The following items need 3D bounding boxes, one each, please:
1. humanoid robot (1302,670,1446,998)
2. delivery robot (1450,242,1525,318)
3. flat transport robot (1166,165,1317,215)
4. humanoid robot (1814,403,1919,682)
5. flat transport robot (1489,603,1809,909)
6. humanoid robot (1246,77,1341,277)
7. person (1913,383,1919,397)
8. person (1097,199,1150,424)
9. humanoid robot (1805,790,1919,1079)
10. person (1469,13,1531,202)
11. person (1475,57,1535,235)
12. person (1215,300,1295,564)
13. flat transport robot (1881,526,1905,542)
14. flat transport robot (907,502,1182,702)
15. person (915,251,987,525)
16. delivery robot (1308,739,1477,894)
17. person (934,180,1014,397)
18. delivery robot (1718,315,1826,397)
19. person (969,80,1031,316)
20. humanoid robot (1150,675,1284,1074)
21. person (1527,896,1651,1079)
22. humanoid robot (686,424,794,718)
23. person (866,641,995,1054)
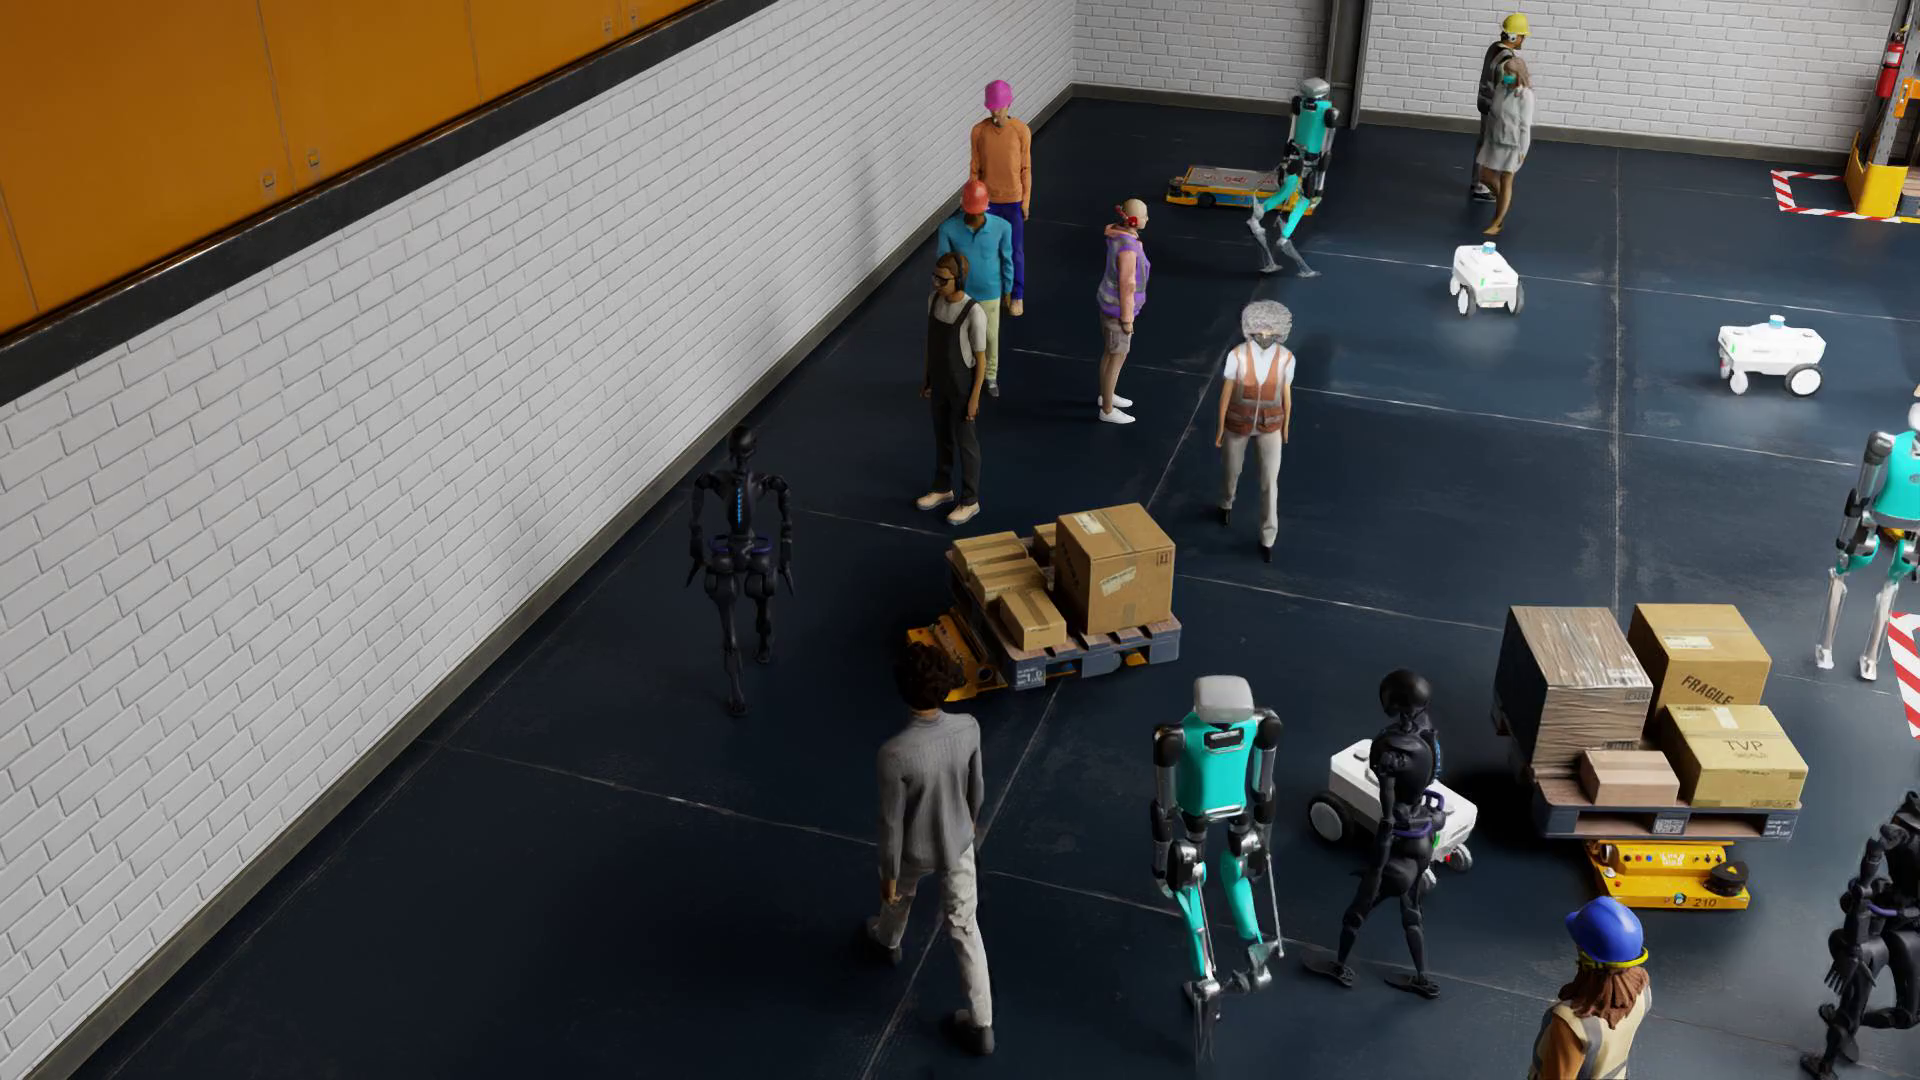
[{"bbox_3d":[1.849,1.265,7.103,0.631,1.630,0.617,18,35,27],"label":"humanoid robot"},{"bbox_3d":[4.459,-2.235,14.124,0.499,0.572,0.747,-2,31,-3],"label":"delivery robot"},{"bbox_3d":[2.814,-3.477,16.540,1.431,0.231,0.659,8,31,13],"label":"flat transport robot"},{"bbox_3d":[5.137,-0.037,9.212,0.530,1.746,0.730,12,33,20],"label":"humanoid robot"},{"bbox_3d":[3.389,1.307,8.402,0.659,0.231,1.431,1,30,1],"label":"flat transport robot"},{"bbox_3d":[2.854,-3.070,14.391,0.910,1.767,0.543,-17,34,-26],"label":"humanoid robot"},{"bbox_3d":[7.501,-1.859,12.223,0.395,1.862,0.503,-22,37,-32],"label":"person"},{"bbox_3d":[1.171,-1.659,12.050,0.358,1.682,0.478,-1,30,-2],"label":"person"},{"bbox_3d":[3.701,1.540,6.609,0.602,1.648,0.360,-9,32,-14],"label":"humanoid robot"},{"bbox_3d":[5.271,-4.234,16.299,0.403,1.821,0.594,1,30,2],"label":"person"},{"bbox_3d":[5.110,-3.687,15.526,0.463,1.645,0.506,-22,37,-32],"label":"person"},{"bbox_3d":[1.840,-0.741,10.519,0.493,1.666,0.703,2,31,4],"label":"person"},{"bbox_3d":[6.756,-0.093,10.784,1.431,0.231,0.659,-5,31,-8],"label":"flat transport robot"},{"bbox_3d":[0.466,0.568,9.659,1.431,0.231,0.659,-10,32,-16],"label":"flat transport robot"},{"bbox_3d":[-0.051,-0.984,10.745,0.346,1.846,0.505,-26,39,-37],"label":"person"},{"bbox_3d":[2.131,1.303,8.132,0.499,0.601,0.796,-21,36,-32],"label":"delivery robot"},{"bbox_3d":[0.101,-1.845,12.324,0.582,1.730,0.405,2,30,3],"label":"person"},{"bbox_3d":[6.242,-1.422,12.773,0.777,0.605,0.521,3,31,4],"label":"delivery robot"},{"bbox_3d":[0.327,-2.823,13.754,0.515,1.973,0.401,4,31,7],"label":"person"},{"bbox_3d":[1.083,1.481,6.780,0.549,1.898,0.735,-7,31,-11],"label":"humanoid robot"},{"bbox_3d":[2.122,1.955,5.809,0.470,1.778,0.319,-19,35,-29],"label":"person"},{"bbox_3d":[-1.206,0.105,9.091,0.600,1.628,0.748,-2,30,-3],"label":"humanoid robot"},{"bbox_3d":[-0.117,1.243,6.958,0.542,1.844,0.997,-13,33,-21],"label":"person"}]
